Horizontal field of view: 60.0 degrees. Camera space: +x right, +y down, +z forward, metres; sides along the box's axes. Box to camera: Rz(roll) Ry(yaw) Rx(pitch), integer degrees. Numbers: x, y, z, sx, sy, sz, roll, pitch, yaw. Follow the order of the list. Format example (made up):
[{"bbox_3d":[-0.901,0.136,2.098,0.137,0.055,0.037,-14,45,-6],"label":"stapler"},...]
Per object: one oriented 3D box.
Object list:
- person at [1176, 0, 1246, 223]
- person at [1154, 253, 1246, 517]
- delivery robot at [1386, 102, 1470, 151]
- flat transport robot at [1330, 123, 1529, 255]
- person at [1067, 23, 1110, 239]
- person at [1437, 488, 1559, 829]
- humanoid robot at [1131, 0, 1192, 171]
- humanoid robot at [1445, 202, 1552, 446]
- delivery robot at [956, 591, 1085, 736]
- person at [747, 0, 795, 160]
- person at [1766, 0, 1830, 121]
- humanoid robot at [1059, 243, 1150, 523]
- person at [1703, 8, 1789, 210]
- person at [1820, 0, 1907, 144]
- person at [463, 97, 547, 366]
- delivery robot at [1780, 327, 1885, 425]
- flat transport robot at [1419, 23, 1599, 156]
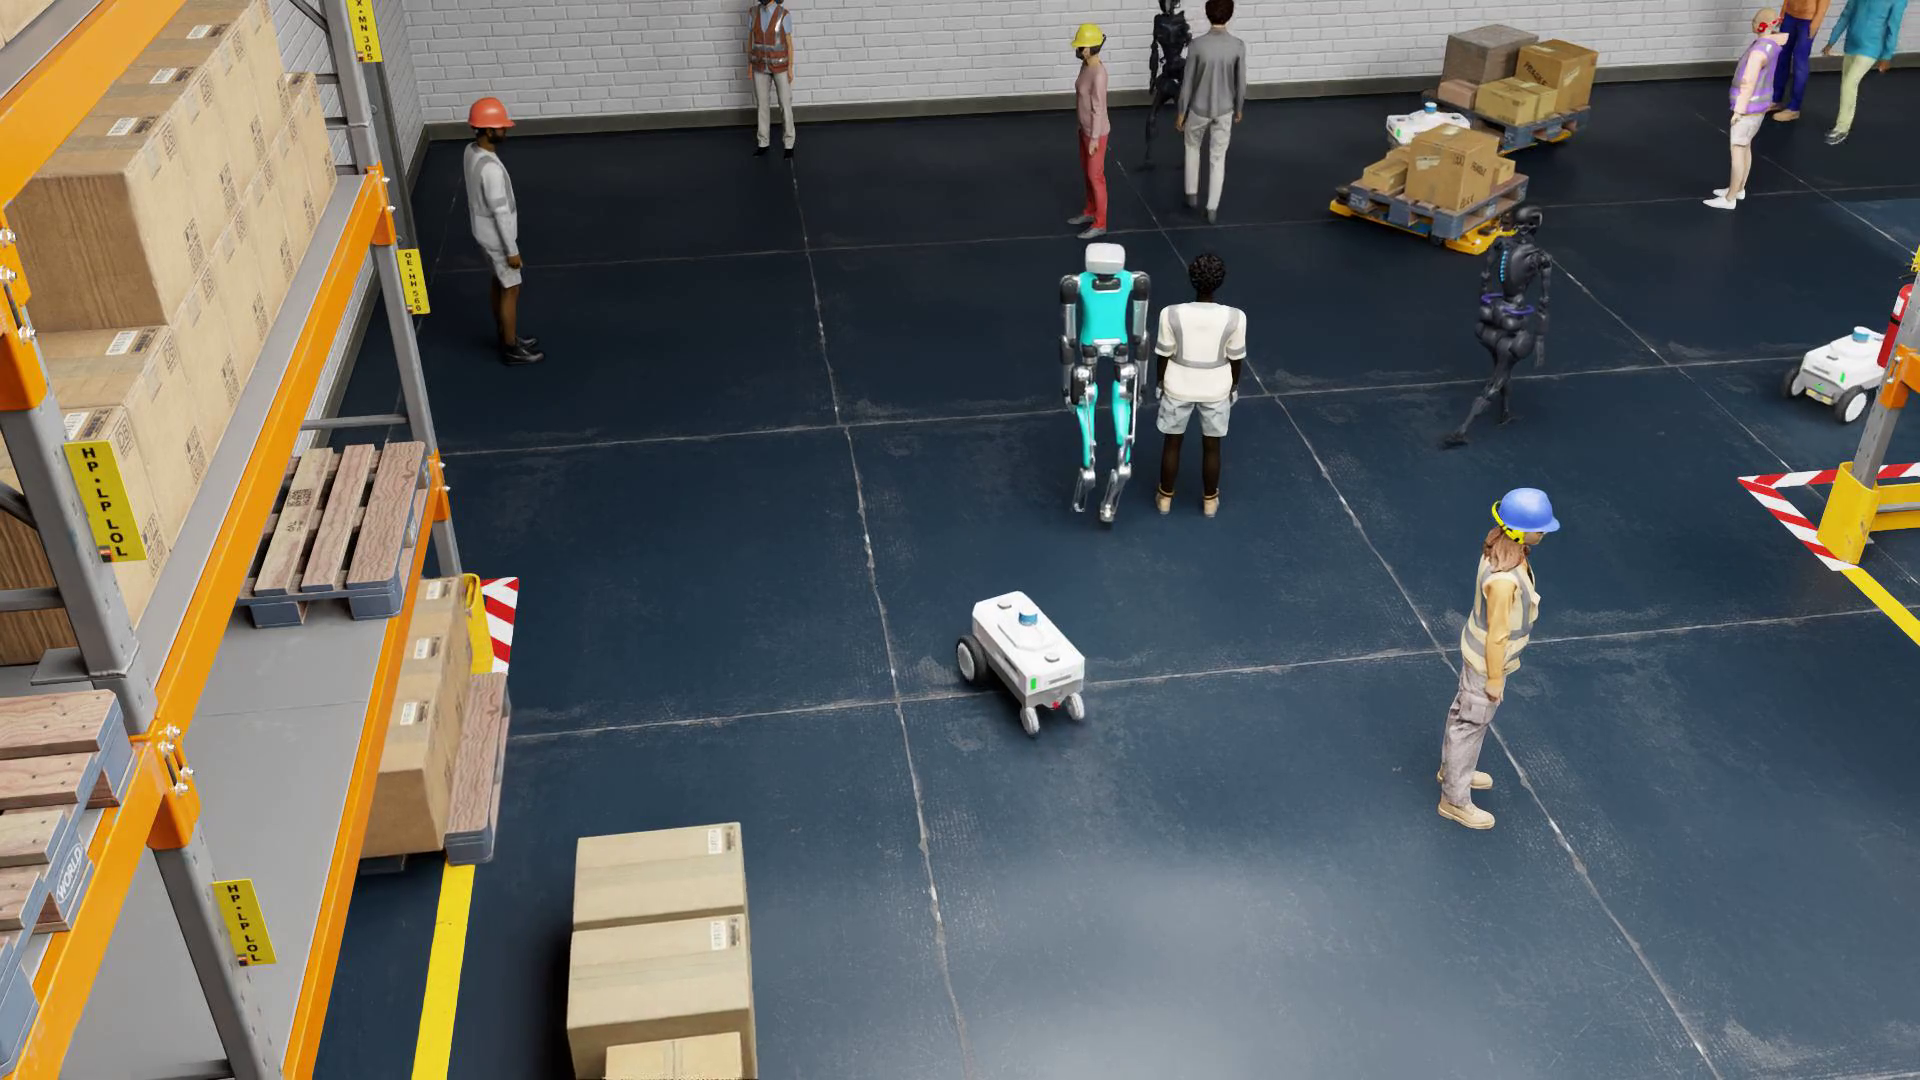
[{"bbox_3d":[2.101,-3.634,13.949,0.563,1.879,0.622,2,33,3],"label":"person"},{"bbox_3d":[1.414,-0.903,9.935,0.534,1.693,0.319,3,33,5],"label":"person"},{"bbox_3d":[4.294,-3.724,15.275,0.732,0.570,0.504,-3,33,-5],"label":"delivery robot"},{"bbox_3d":[3.928,-2.773,14.101,1.431,0.231,0.659,28,42,36],"label":"flat transport robot"},{"bbox_3d":[1.049,-3.352,13.630,0.346,1.758,0.519,-6,34,-8],"label":"person"},{"bbox_3d":[2.456,0.531,7.658,0.305,1.778,0.461,9,34,13],"label":"person"},{"bbox_3d":[1.924,-4.115,14.893,0.595,1.640,0.605,-20,38,-27],"label":"humanoid robot"},{"bbox_3d":[3.513,-1.395,10.751,0.781,1.633,0.599,-17,37,-25],"label":"humanoid robot"},{"bbox_3d":[0.343,0.592,8.676,0.499,0.586,0.773,-15,36,-22],"label":"delivery robot"},{"bbox_3d":[-1.724,-4.322,15.173,0.433,1.689,0.311,7,34,11],"label":"person"},{"bbox_3d":[8.135,-5.078,16.083,0.404,1.972,0.515,-10,34,-15],"label":"person"},{"bbox_3d":[0.855,-0.814,9.759,0.551,1.792,0.765,-1,33,-2],"label":"humanoid robot"},{"bbox_3d":[6.722,-3.678,14.193,0.357,1.684,0.486,22,39,30],"label":"person"},{"bbox_3d":[8.360,-4.592,15.546,0.601,1.730,0.574,-10,34,-14],"label":"person"},{"bbox_3d":[-3.195,-2.136,11.615,0.388,1.926,0.546,-17,37,-24],"label":"person"},{"bbox_3d":[6.082,-1.175,11.370,0.756,0.571,0.499,-18,37,-26],"label":"delivery robot"},{"bbox_3d":[5.074,-3.856,15.762,1.431,0.231,0.659,-20,38,-28],"label":"flat transport robot"}]
